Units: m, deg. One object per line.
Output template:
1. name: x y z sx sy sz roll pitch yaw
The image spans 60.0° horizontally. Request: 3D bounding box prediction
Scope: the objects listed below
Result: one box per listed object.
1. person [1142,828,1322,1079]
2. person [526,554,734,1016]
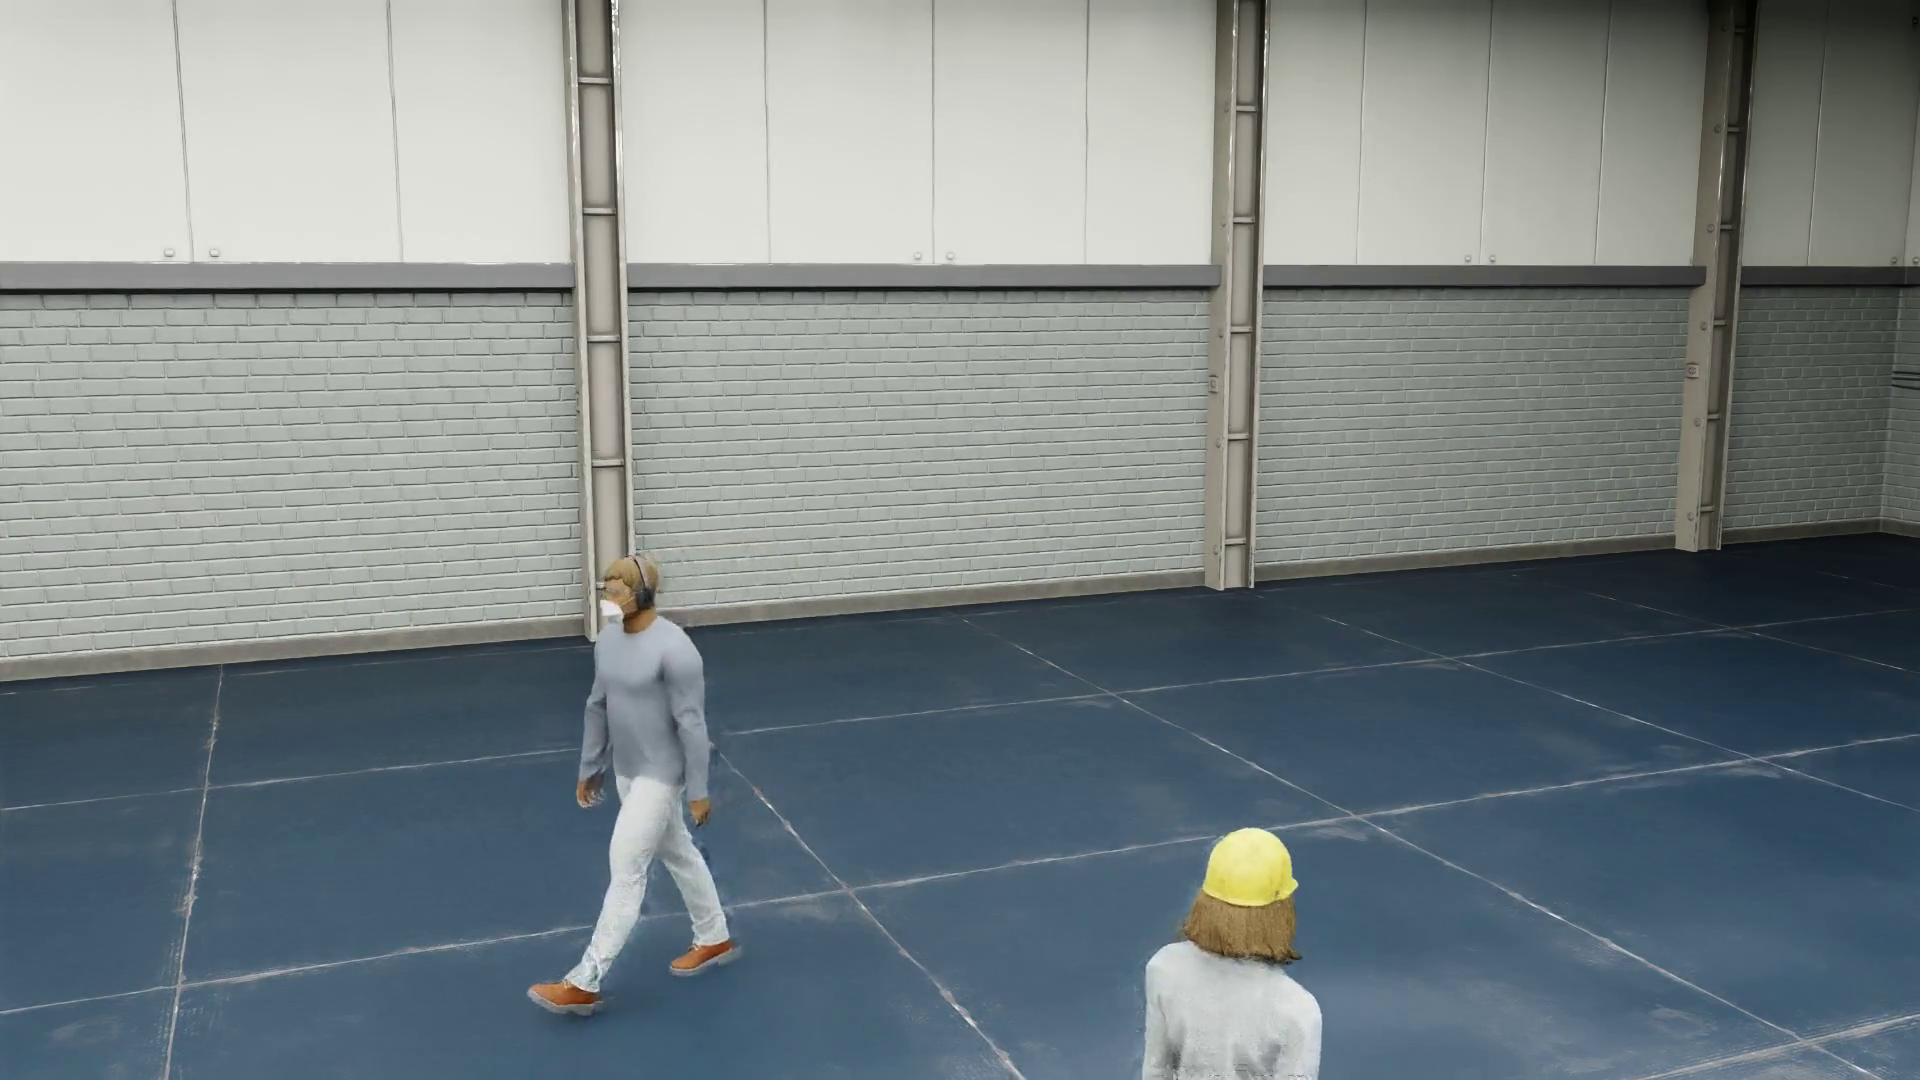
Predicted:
1. person: 0.594 1.548 3.990 0.495 1.728 0.683 8 12 42
2. person: -1.379 0.995 6.959 1.033 1.878 0.649 -8 12 -40
